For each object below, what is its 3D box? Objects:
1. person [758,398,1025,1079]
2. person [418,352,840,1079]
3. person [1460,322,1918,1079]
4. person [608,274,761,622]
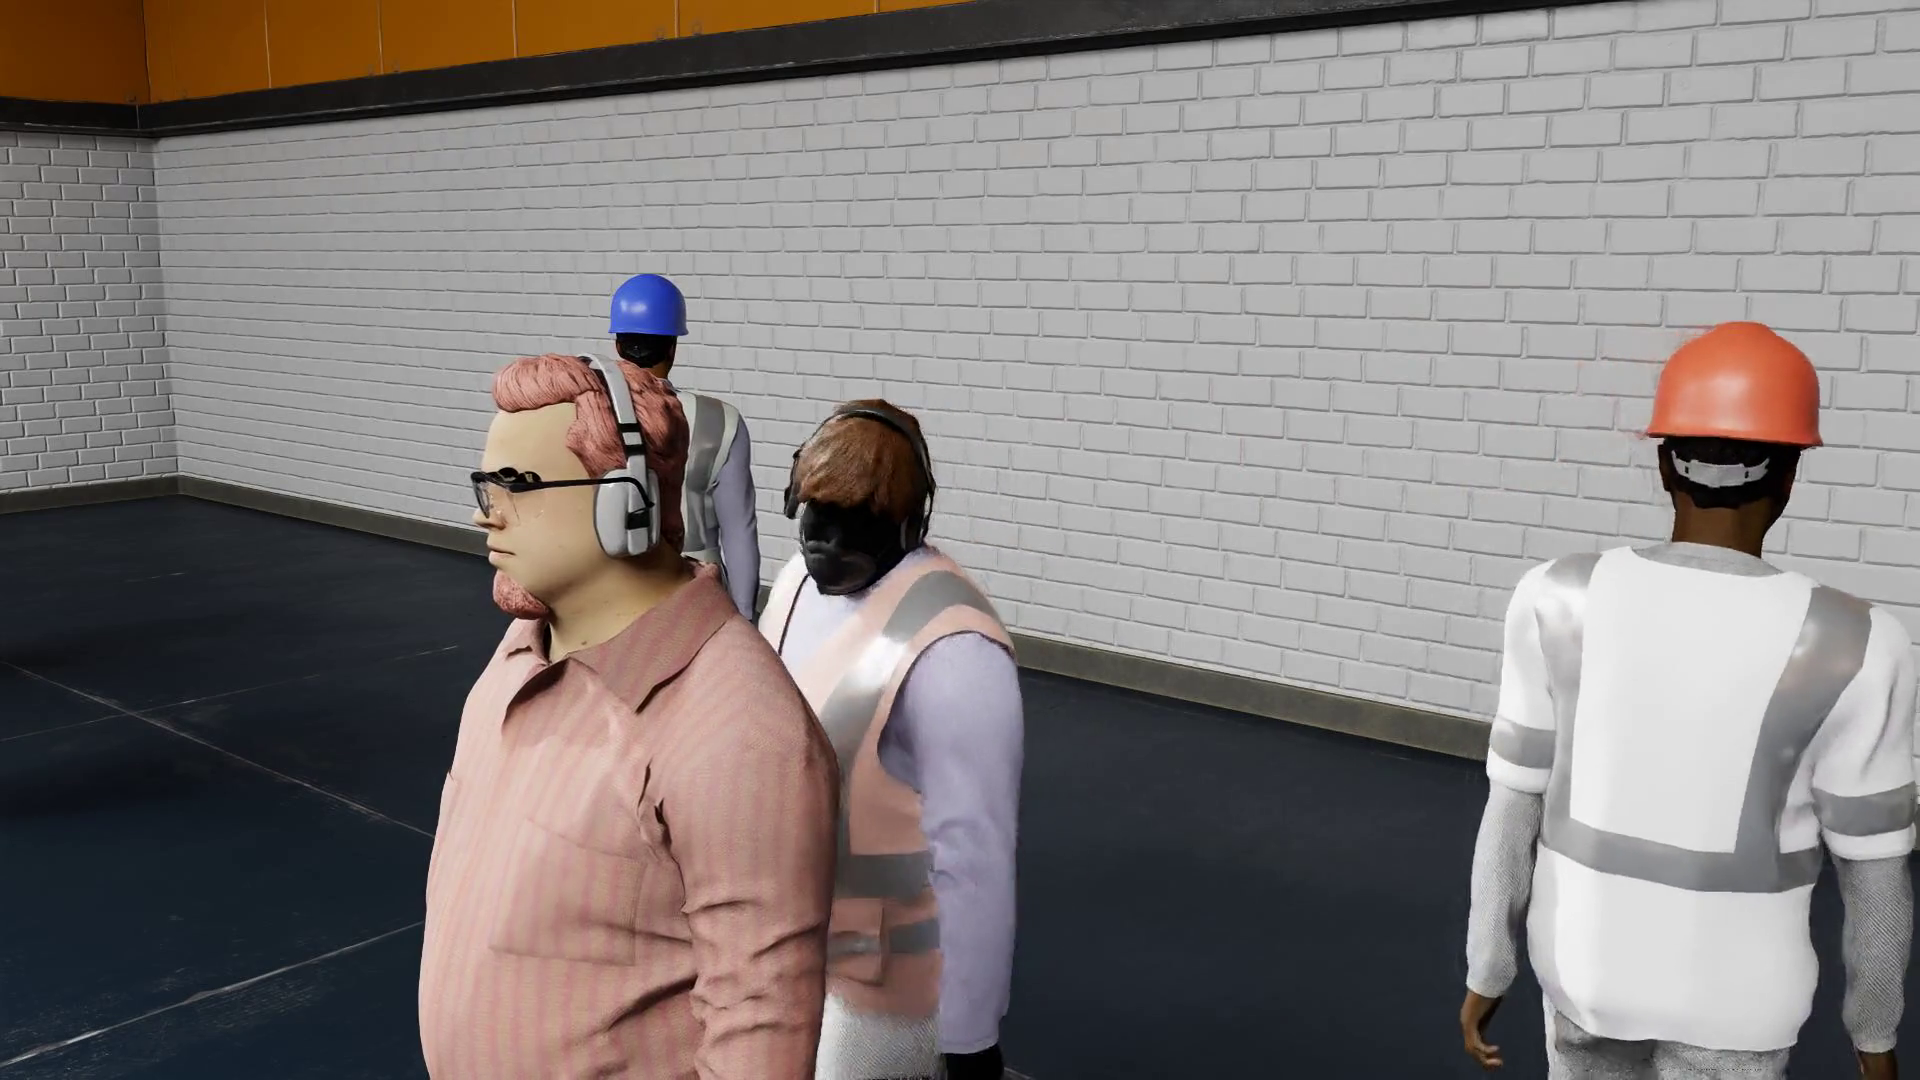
[{"bbox_3d":[-0.116,0.659,2.728,0.504,1.810,0.679,-4,11,-21],"label":"person"},{"bbox_3d":[-0.421,0.735,1.979,0.410,1.909,0.643,-8,13,-39],"label":"person"},{"bbox_3d":[1.130,0.629,2.547,0.577,1.908,0.791,8,13,37],"label":"person"},{"bbox_3d":[-0.886,0.212,4.835,0.616,1.946,0.392,-1,10,-4],"label":"person"}]
